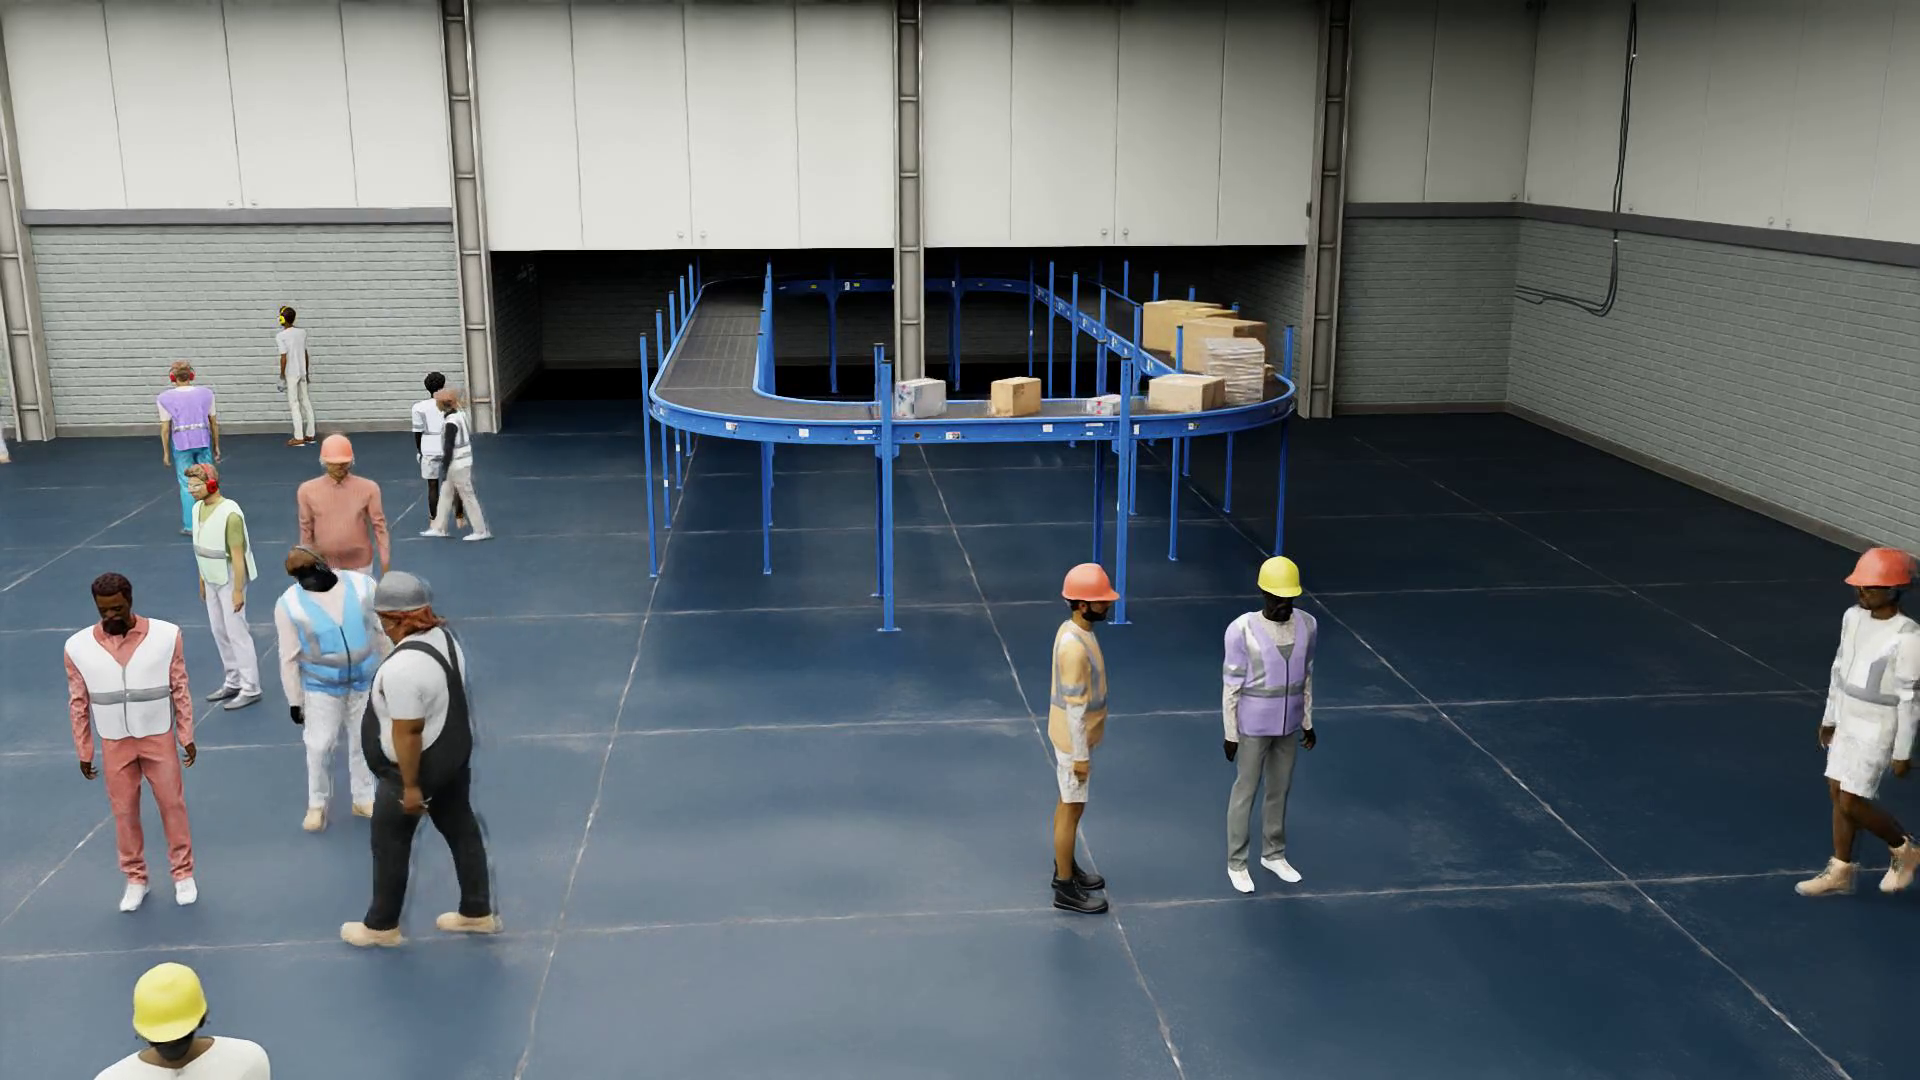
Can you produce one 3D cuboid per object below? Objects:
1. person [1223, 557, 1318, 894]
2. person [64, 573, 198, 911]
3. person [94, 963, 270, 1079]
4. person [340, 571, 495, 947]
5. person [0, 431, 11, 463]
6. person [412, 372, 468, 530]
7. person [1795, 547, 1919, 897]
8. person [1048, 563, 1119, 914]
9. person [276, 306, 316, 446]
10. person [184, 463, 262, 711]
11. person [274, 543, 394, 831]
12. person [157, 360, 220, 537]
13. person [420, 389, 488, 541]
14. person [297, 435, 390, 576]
[{"bbox_3d":[1.743,1.021,9.300,0.595,1.925,0.375,-6,15,-23],"label":"person"},{"bbox_3d":[-4.509,1.085,9.093,0.599,1.908,0.403,-6,15,-21],"label":"person"},{"bbox_3d":[-2.397,2.127,5.219,0.528,1.760,0.333,-6,15,-24],"label":"person"},{"bbox_3d":[-2.897,1.119,8.675,0.874,2.000,0.704,2,14,8],"label":"person"},{"bbox_3d":[-12.337,-1.761,20.754,0.652,1.789,0.802,9,17,33],"label":"person"},{"bbox_3d":[-5.487,-0.931,17.576,0.533,1.697,0.319,-4,14,-14],"label":"person"},{"bbox_3d":[4.998,1.023,9.094,0.545,2.028,0.613,-1,14,-3],"label":"person"},{"bbox_3d":[0.667,1.067,9.094,0.368,1.939,0.542,1,14,5],"label":"person"},{"bbox_3d":[-8.925,-2.194,22.278,0.330,1.874,0.518,6,15,24],"label":"person"},{"bbox_3d":[-5.434,0.324,12.290,0.572,1.831,0.403,11,18,37],"label":"person"},{"bbox_3d":[-3.772,0.885,10.120,0.671,1.815,0.440,-10,17,-34],"label":"person"},{"bbox_3d":[-8.011,-0.948,17.347,0.569,1.840,0.374,-12,18,-39],"label":"person"},{"bbox_3d":[-5.258,-0.753,17.029,0.785,1.601,0.529,-3,14,-13],"label":"person"},{"bbox_3d":[-4.616,0.192,12.546,0.630,1.954,0.879,-6,15,-23],"label":"person"}]
